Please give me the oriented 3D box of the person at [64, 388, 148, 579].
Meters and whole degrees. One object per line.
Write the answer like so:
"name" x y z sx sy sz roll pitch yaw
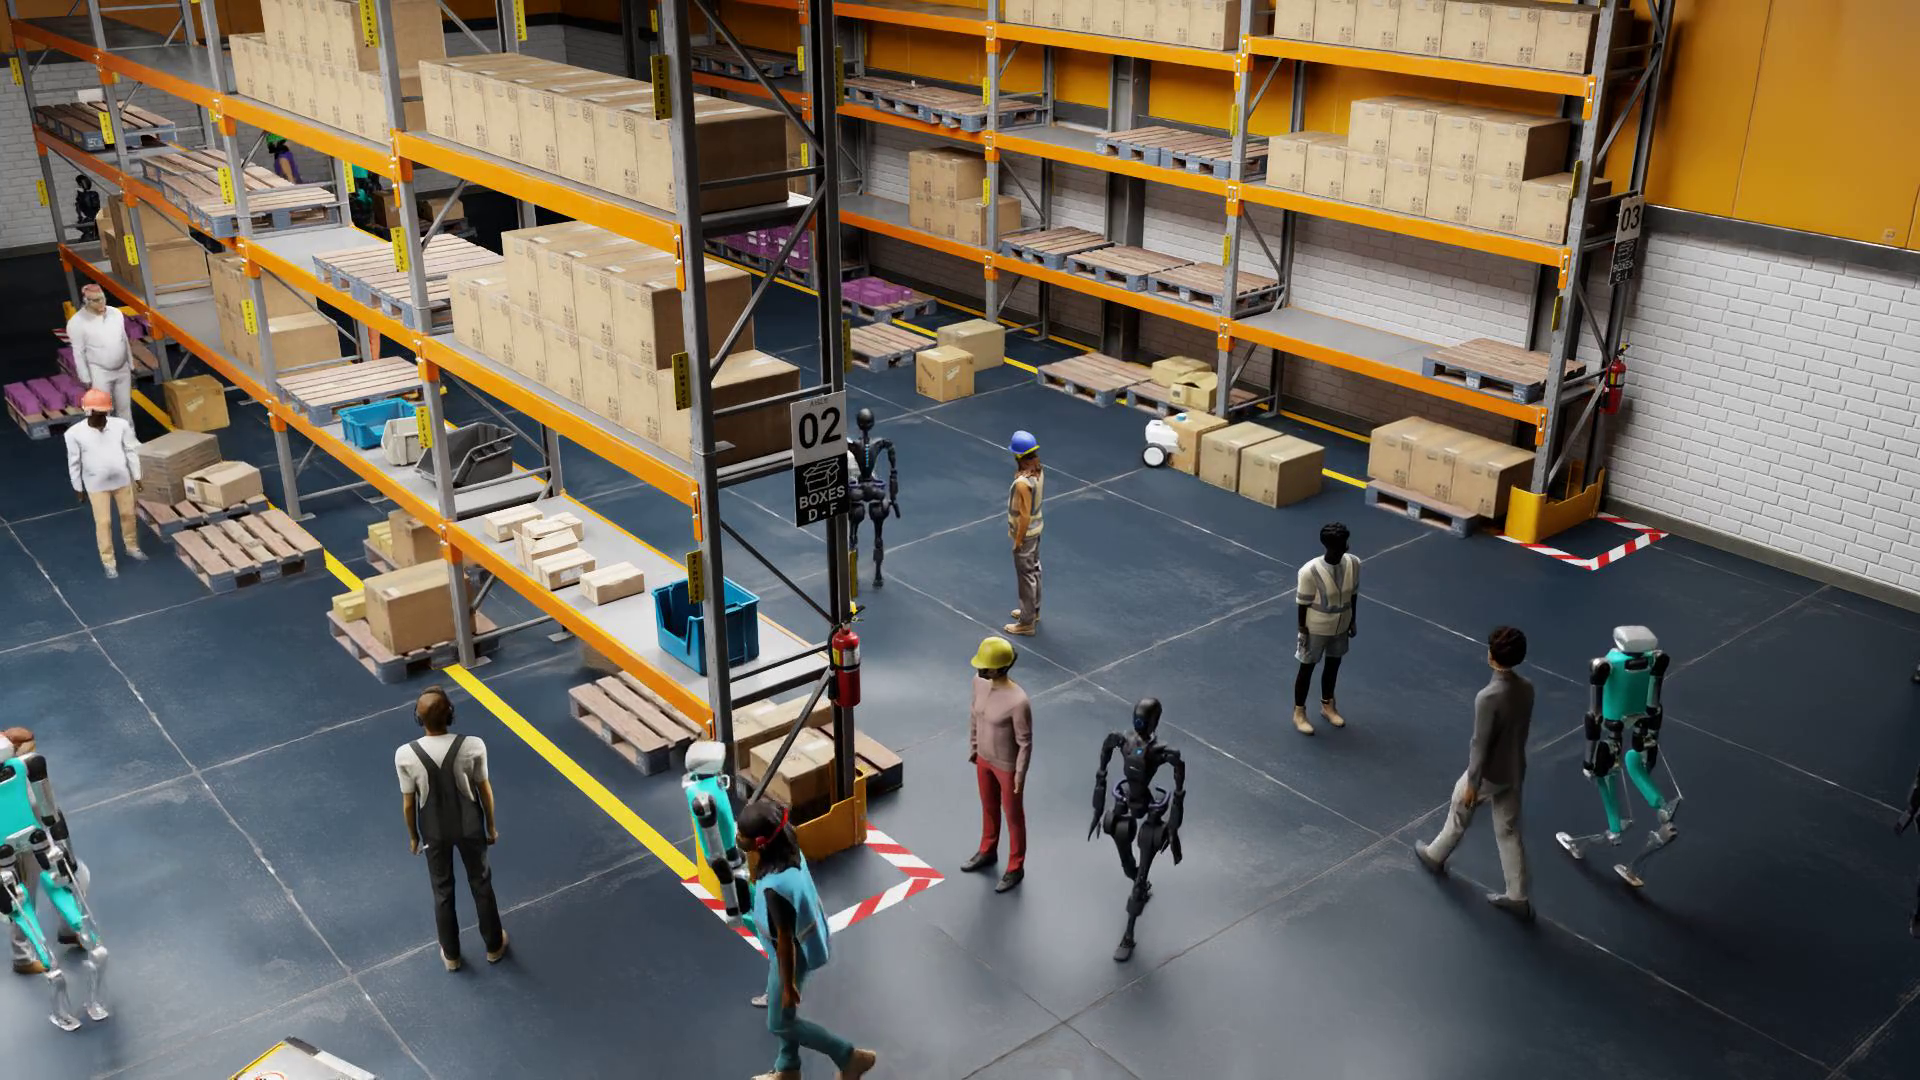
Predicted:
"person" -7.735 -0.542 15.073 0.448 1.743 0.591 21 31 39

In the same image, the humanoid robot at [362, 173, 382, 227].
"humanoid robot" -9.957 -6.026 27.836 0.464 1.647 0.588 -21 31 -40

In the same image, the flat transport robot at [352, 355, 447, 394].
"flat transport robot" -6.869 -1.948 20.154 0.659 0.231 1.431 -21 31 -39

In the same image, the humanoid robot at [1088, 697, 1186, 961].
"humanoid robot" 1.091 1.669 10.069 0.603 1.636 0.781 11 26 23

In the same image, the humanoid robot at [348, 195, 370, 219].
"humanoid robot" -10.290 -6.257 28.112 0.533 1.677 0.735 7 24 16

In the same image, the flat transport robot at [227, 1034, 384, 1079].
"flat transport robot" -3.327 3.030 8.628 1.431 0.231 0.659 13 26 27

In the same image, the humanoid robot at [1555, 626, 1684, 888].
"humanoid robot" 4.241 1.437 10.475 0.538 1.763 0.923 -6 24 -14

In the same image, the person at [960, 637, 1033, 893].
"person" 0.238 1.400 10.515 0.327 1.765 0.524 -18 29 -36

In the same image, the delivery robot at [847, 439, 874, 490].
"delivery robot" -1.289 -0.845 17.248 0.795 0.602 0.499 14 27 30

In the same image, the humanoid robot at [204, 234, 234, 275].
"humanoid robot" -9.926 -3.759 22.579 0.345 1.660 0.584 22 31 40

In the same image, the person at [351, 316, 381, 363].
"person" -7.169 -2.726 20.079 0.508 1.757 0.331 15 28 31

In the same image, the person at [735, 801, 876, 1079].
"person" -0.822 2.163 8.661 0.606 1.843 0.527 -1 23 -2

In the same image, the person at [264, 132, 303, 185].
"person" -10.605 -5.530 26.393 0.605 1.899 0.563 -12 26 -25

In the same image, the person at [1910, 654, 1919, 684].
"person" 7.821 0.263 12.948 0.548 1.927 0.390 13 27 28

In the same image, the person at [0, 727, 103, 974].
"person" -5.430 1.811 9.732 0.540 1.625 0.461 -2 23 -4

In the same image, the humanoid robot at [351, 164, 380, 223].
"humanoid robot" -9.486 -5.632 26.820 0.547 1.769 0.698 8 25 18

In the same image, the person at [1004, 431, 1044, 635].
"person" 0.532 -0.064 13.888 0.309 1.775 0.484 6 24 15

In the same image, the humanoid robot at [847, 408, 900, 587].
"humanoid robot" -0.835 -0.343 14.676 0.616 1.659 0.423 -5 24 -10

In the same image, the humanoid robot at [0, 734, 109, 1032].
"humanoid robot" -5.078 1.955 9.240 0.818 1.743 0.537 16 28 33

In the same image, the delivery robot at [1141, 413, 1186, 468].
"delivery robot" 2.318 -1.054 17.727 0.769 0.598 0.521 8 24 17

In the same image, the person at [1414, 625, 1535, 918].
"person" 3.321 1.417 10.389 0.579 1.839 0.933 -12 26 -26

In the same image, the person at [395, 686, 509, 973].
"person" -2.973 1.694 9.734 0.505 1.846 0.352 -6 24 -13

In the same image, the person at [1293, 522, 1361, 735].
"person" 2.717 0.642 12.365 0.533 1.691 0.319 -10 25 -22

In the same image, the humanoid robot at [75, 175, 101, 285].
"humanoid robot" -12.647 -4.527 24.373 0.625 1.637 0.585 3 23 6

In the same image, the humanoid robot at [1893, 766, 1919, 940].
"humanoid robot" 6.032 1.634 10.083 0.609 1.639 0.419 8 25 18

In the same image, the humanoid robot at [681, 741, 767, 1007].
"humanoid robot" -1.126 1.956 9.361 0.770 1.848 0.538 -3 24 -8

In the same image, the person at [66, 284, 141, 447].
"person" -9.078 -1.795 17.738 0.406 1.904 0.650 12 26 26
